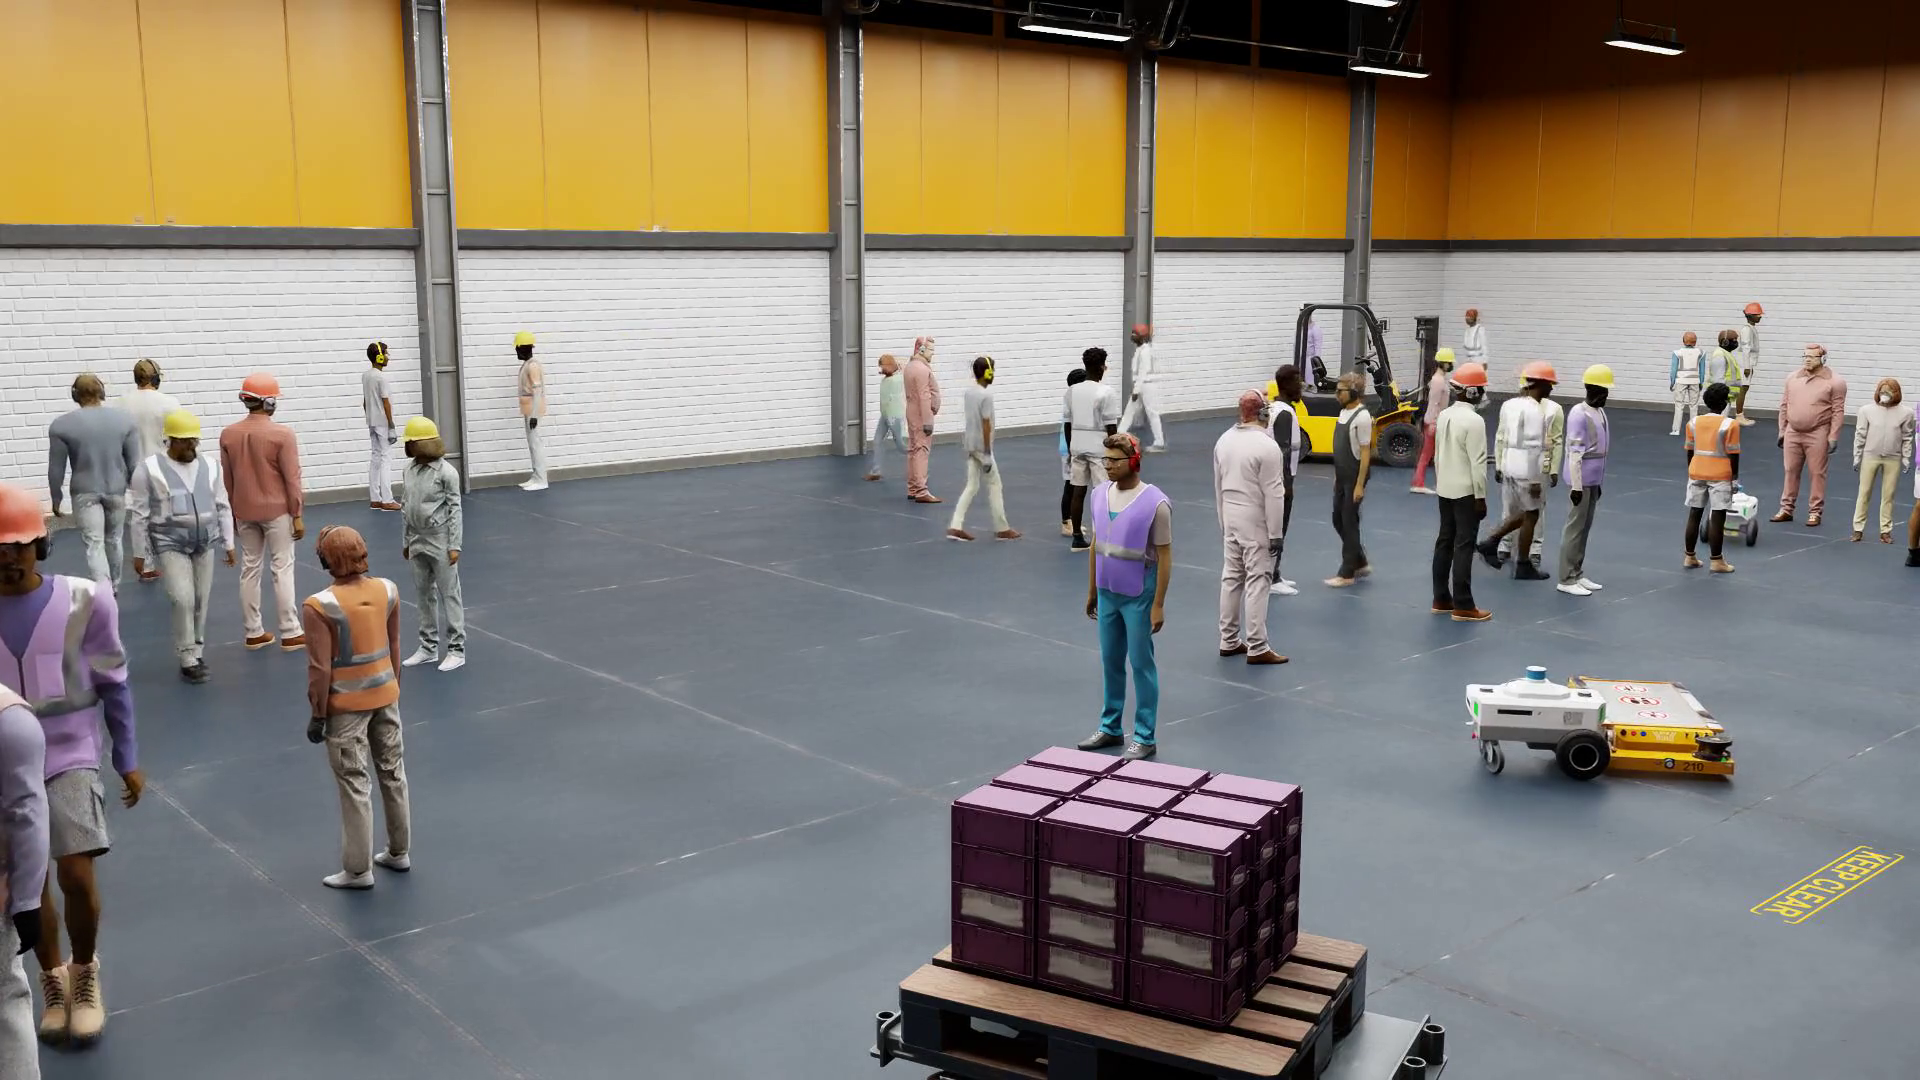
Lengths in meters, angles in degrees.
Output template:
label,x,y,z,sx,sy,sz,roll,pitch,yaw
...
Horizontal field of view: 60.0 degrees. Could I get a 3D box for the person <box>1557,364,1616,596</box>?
label,x,y,z,sx,sy,sz,roll,pitch,yaw
person,5.242,-0.506,13.884,0.375,1.922,0.594,7,12,36

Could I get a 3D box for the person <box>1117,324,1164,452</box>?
label,x,y,z,sx,sy,sz,roll,pitch,yaw
person,2.498,-2.158,23.813,0.993,1.830,0.610,-1,10,-5

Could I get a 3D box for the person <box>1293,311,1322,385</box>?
label,x,y,z,sx,sy,sz,roll,pitch,yaw
person,6.061,-3.122,29.263,0.401,1.904,0.650,-5,11,-26

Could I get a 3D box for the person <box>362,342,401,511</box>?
label,x,y,z,sx,sy,sz,roll,pitch,yaw
person,-6.400,-1.254,18.425,0.512,1.872,0.328,9,13,41

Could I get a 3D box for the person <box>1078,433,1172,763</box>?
label,x,y,z,sx,sy,sz,roll,pitch,yaw
person,0.945,0.314,9.318,0.373,1.843,0.571,-8,13,-40

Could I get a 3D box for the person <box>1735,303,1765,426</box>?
label,x,y,z,sx,sy,sz,roll,pitch,yaw
person,13.129,-2.920,27.674,0.374,2.044,0.605,5,11,27

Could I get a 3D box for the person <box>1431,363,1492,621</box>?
label,x,y,z,sx,sy,sz,roll,pitch,yaw
person,3.901,-0.374,12.907,0.376,1.995,0.608,-3,10,-15

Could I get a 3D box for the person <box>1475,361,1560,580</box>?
label,x,y,z,sx,sy,sz,roll,pitch,yaw
person,4.890,-0.601,14.465,0.567,1.913,0.567,1,10,6

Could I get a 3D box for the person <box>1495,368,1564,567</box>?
label,x,y,z,sx,sy,sz,roll,pitch,yaw
person,5.157,-0.669,15.143,0.588,1.823,0.403,6,11,30

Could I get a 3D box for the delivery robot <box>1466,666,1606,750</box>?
label,x,y,z,sx,sy,sz,roll,pitch,yaw
delivery robot,3.158,0.939,9.157,0.707,0.478,0.477,2,10,11

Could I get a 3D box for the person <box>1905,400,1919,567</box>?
label,x,y,z,sx,sy,sz,roll,pitch,yaw
person,8.761,-0.676,14.874,0.374,1.928,0.543,1,10,4

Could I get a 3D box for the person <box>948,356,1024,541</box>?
label,x,y,z,sx,sy,sz,roll,pitch,yaw
person,0.214,-0.892,16.425,0.726,1.851,0.562,-5,11,-29

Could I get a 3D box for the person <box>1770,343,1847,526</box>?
label,x,y,z,sx,sy,sz,roll,pitch,yaw
person,8.871,-1.100,17.420,0.404,1.909,0.636,-8,12,-38

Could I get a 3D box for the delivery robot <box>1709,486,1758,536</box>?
label,x,y,z,sx,sy,sz,roll,pitch,yaw
delivery robot,7.632,-0.298,16.397,0.477,0.478,0.707,6,12,33

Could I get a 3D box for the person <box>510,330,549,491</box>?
label,x,y,z,sx,sy,sz,roll,pitch,yaw
person,-5.181,-1.556,20.027,0.381,1.924,0.594,-4,10,-21

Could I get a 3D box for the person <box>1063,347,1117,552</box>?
label,x,y,z,sx,sy,sz,roll,pitch,yaw
person,1.252,-0.845,15.745,0.600,1.967,0.369,9,13,41

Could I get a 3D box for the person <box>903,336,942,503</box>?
label,x,y,z,sx,sy,sz,roll,pitch,yaw
person,-0.422,-1.380,19.081,0.406,1.901,0.639,-3,10,-16

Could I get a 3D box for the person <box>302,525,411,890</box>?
label,x,y,z,sx,sy,sz,roll,pitch,yaw
person,-2.688,0.743,7.417,0.314,1.636,0.515,5,11,28

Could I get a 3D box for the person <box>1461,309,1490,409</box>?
label,x,y,z,sx,sy,sz,roll,pitch,yaw
person,9.325,-3.252,30.146,0.446,1.866,0.643,-4,10,-22

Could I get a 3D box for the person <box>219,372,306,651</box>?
label,x,y,z,sx,sy,sz,roll,pitch,yaw
person,-4.953,-0.198,11.878,0.612,1.994,0.395,2,10,13

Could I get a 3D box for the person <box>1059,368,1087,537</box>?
label,x,y,z,sx,sy,sz,roll,pitch,yaw
person,1.159,-0.881,16.744,0.317,1.697,0.540,1,10,7

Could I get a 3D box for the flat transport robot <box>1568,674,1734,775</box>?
label,x,y,z,sx,sy,sz,roll,pitch,yaw
flat transport robot,3.960,1.046,9.637,0.652,0.197,1.431,2,10,11

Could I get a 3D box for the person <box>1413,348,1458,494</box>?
label,x,y,z,sx,sy,sz,roll,pitch,yaw
person,5.726,-1.375,19.533,0.770,1.740,0.527,3,10,15

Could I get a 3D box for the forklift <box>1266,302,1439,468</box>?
label,x,y,z,sx,sy,sz,roll,pitch,yaw
forklift,5.320,-2.157,22.763,2.313,2.155,1.214,3,10,16

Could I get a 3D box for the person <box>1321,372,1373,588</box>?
label,x,y,z,sx,sy,sz,roll,pitch,yaw
person,3.338,-0.508,14.163,0.540,1.838,0.533,-2,10,-10

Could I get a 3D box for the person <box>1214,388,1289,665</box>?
label,x,y,z,sx,sy,sz,roll,pitch,yaw
person,2.038,-0.097,11.531,0.409,1.913,0.646,-5,11,-28

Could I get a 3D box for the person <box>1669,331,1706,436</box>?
label,x,y,z,sx,sy,sz,roll,pitch,yaw
person,11.369,-2.434,26.008,0.516,1.640,0.308,1,10,8

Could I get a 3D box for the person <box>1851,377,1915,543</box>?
label,x,y,z,sx,sy,sz,roll,pitch,yaw
person,9.058,-0.780,16.338,0.504,1.632,0.287,4,11,23

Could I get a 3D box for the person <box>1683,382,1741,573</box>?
label,x,y,z,sx,sy,sz,roll,pitch,yaw
person,6.708,-0.554,14.830,0.318,1.700,0.534,-6,11,-31

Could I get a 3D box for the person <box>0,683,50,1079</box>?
label,x,y,z,sx,sy,sz,roll,pitch,yaw
person,-3.029,1.066,4.928,0.633,1.841,0.429,0,10,2

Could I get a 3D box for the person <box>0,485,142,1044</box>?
label,x,y,z,sx,sy,sz,roll,pitch,yaw
person,-3.263,0.815,5.853,0.648,2.025,0.557,-3,10,-19

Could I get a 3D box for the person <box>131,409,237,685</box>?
label,x,y,z,sx,sy,sz,roll,pitch,yaw
person,-5.076,0.041,11.023,0.626,1.801,0.623,8,12,38

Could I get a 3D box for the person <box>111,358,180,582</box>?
label,x,y,z,sx,sy,sz,roll,pitch,yaw
person,-6.957,-0.592,14.349,0.627,1.940,0.375,1,10,8

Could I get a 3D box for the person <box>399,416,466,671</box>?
label,x,y,z,sx,sy,sz,roll,pitch,yaw
person,-3.608,0.025,11.315,0.491,1.741,0.323,5,11,27

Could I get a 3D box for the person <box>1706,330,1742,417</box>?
label,x,y,z,sx,sy,sz,roll,pitch,yaw
person,10.162,-1.874,22.141,0.430,1.845,0.619,6,11,29

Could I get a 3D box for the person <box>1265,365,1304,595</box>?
label,x,y,z,sx,sy,sz,roll,pitch,yaw
person,2.677,-0.510,13.968,0.382,1.914,0.631,0,10,3

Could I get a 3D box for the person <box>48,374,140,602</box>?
label,x,y,z,sx,sy,sz,roll,pitch,yaw
person,-6.856,-0.367,13.168,0.654,1.891,0.921,-8,13,-40

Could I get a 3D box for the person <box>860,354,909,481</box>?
label,x,y,z,sx,sy,sz,roll,pitch,yaw
person,-0.827,-1.532,20.860,0.801,1.606,0.512,-5,11,-26
